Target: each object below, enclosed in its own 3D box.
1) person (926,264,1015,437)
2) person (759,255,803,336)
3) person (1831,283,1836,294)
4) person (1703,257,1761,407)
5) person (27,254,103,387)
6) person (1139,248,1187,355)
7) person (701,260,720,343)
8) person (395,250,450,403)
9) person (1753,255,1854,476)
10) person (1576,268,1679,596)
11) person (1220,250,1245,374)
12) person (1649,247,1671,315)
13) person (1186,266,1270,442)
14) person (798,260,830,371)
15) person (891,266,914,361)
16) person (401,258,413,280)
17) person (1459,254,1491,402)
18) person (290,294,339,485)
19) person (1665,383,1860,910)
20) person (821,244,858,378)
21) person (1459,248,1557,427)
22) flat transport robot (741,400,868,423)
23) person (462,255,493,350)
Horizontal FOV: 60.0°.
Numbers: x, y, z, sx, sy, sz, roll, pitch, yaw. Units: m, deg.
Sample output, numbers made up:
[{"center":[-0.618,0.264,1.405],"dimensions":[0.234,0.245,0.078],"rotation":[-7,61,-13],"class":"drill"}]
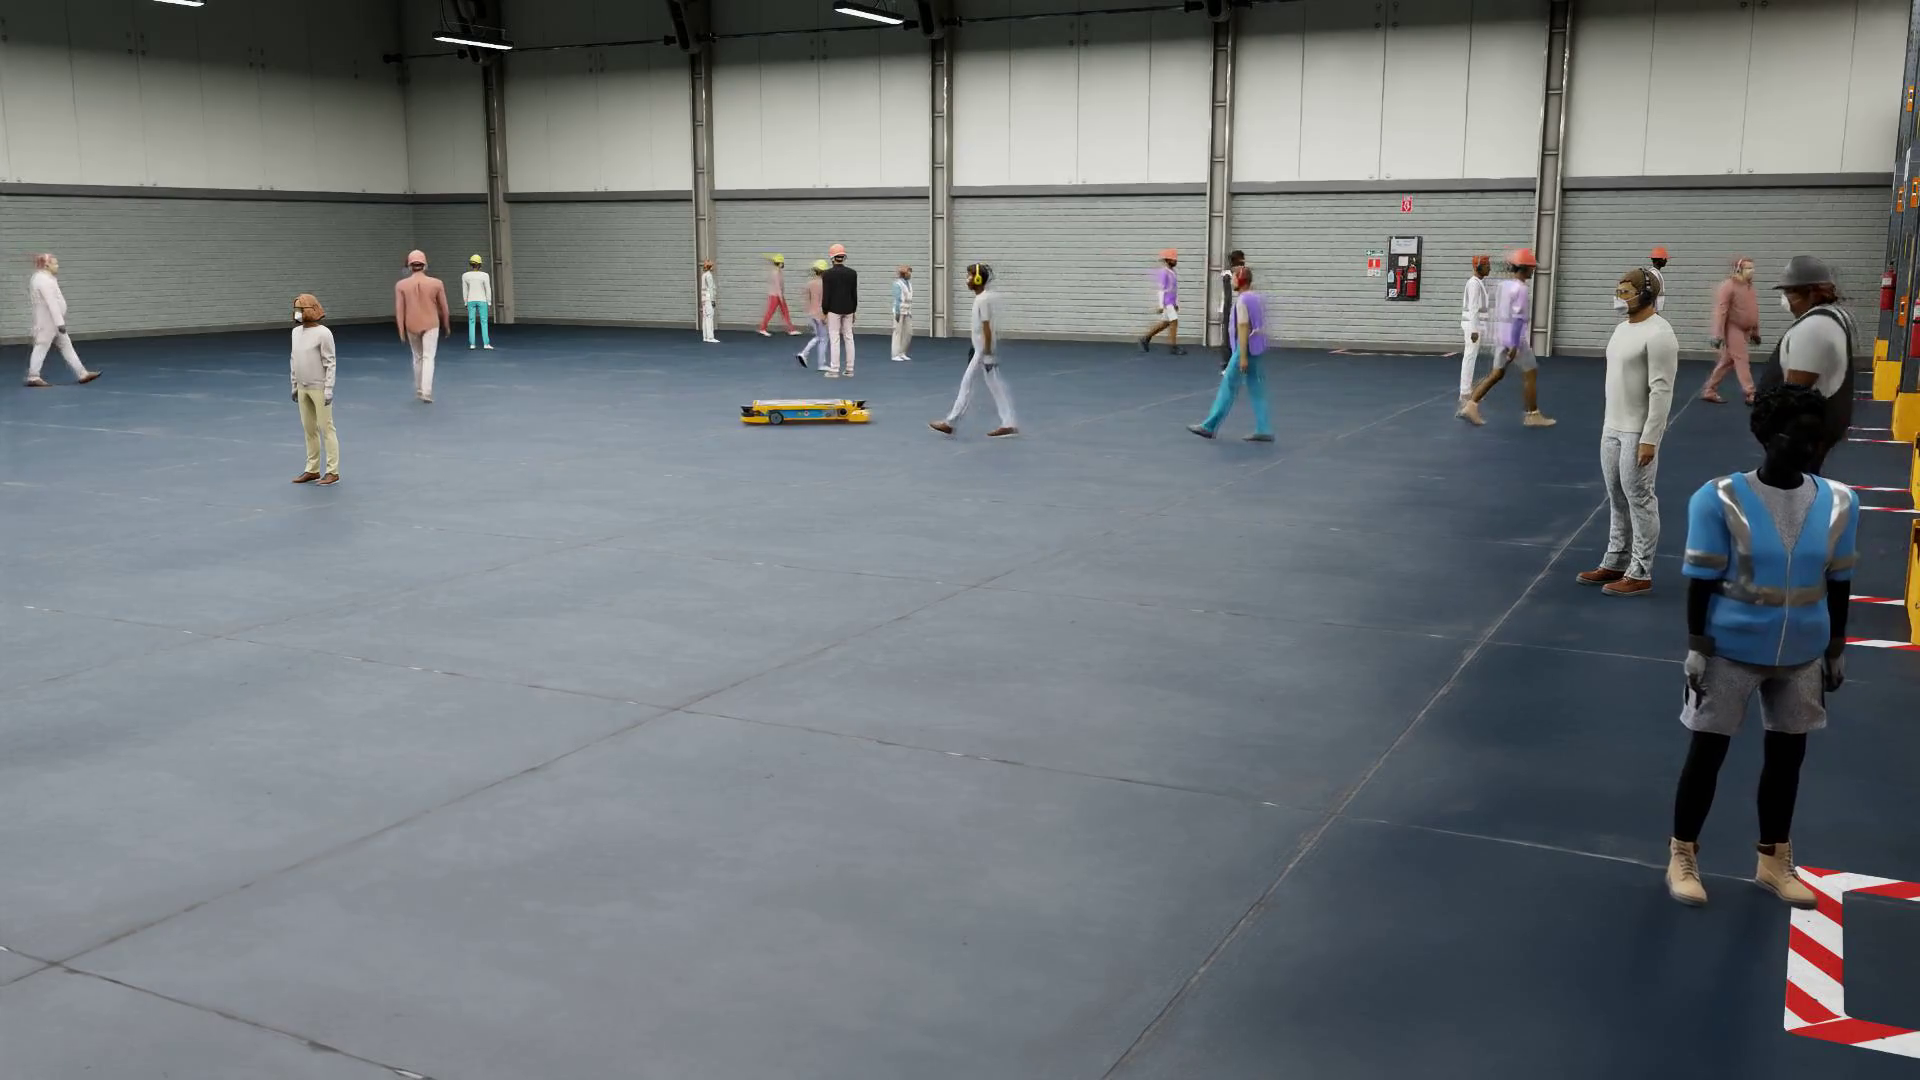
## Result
[{"center":[0.136,-1.988,17.558],"dimensions":[0.968,1.816,0.561],"rotation":[1,10,5],"class":"person"},{"center":[-3.851,-5.178,35.254],"dimensions":[0.928,1.716,0.541],"rotation":[1,10,5],"class":"person"},{"center":[8.867,-1.829,17.065],"dimensions":[0.422,1.680,0.539],"rotation":[9,14,41],"class":"person"},{"center":[9.790,-2.605,20.846],"dimensions":[0.664,1.852,0.986],"rotation":[-7,13,-34],"class":"person"},{"center":[-12.789,-3.107,23.569],"dimensions":[0.993,1.851,0.677],"rotation":[-5,12,-26],"class":"person"},{"center":[3.652,-4.268,29.787],"dimensions":[0.842,1.905,0.543],"rotation":[4,11,20],"class":"person"},{"center":[-5.000,-4.754,33.152],"dimensions":[0.307,1.641,0.514],"rotation":[-5,11,-25],"class":"person"},{"center":[-6.897,-2.738,21.358],"dimensions":[0.620,1.946,1.040],"rotation":[-1,10,-8],"class":"person"},{"center":[5.119,-0.731,10.117],"dimensions":[0.542,2.000,0.716],"rotation":[7,13,34],"class":"person"},{"center":[3.988,-0.636,9.883],"dimensions":[0.373,1.940,0.628],"rotation":[-1,10,-4],"class":"person"},{"center":[4.189,-3.448,25.321],"dimensions":[0.460,1.900,0.595],"rotation":[9,14,41],"class":"person"},{"center":[11.188,-3.733,26.771],"dimensions":[0.361,1.938,0.545],"rotation":[4,11,20],"class":"person"},{"center":[2.827,-1.927,17.255],"dimensions":[0.927,1.804,0.598],"rotation":[5,11,25],"class":"person"},{"center":[-2.234,-3.513,26.086],"dimensions":[0.478,1.752,0.527],"rotation":[-7,13,-35],"class":"person"},{"center":[-0.979,-3.845,28.280],"dimensions":[0.406,1.611,0.520],"rotation":[5,12,27],"class":"person"},{"center":[-12.524,-5.651,38.060],"dimensions":[0.497,1.633,0.283],"rotation":[-9,14,-40],"class":"person"},{"center":[6.621,-2.720,21.393],"dimensions":[0.337,1.882,0.584],"rotation":[3,11,18],"class":"person"},{"center":[-5.545,-1.284,14.248],"dimensions":[0.497,1.633,0.283],"rotation":[6,12,29],"class":"person"},{"center":[2.523,0.345,5.233],"dimensions":[0.544,1.690,0.321],"rotation":[0,10,3],"class":"person"},{"center":[-1.818,-3.438,25.005],"dimensions":[0.608,1.995,0.377],"rotation":[-7,13,-35],"class":"person"},{"center":[6.118,-2.243,18.504],"dimensions":[1.037,2.001,0.612],"rotation":[-1,10,-5],"class":"person"},{"center":[-1.787,-1.484,19.052],"dimensions":[1.431,0.197,0.652],"rotation":[-1,10,-6],"class":"flat transport robot"},{"center":[-9.015,-4.438,31.085],"dimensions":[0.530,1.768,0.312],"rotation":[0,10,0],"class":"person"}]
